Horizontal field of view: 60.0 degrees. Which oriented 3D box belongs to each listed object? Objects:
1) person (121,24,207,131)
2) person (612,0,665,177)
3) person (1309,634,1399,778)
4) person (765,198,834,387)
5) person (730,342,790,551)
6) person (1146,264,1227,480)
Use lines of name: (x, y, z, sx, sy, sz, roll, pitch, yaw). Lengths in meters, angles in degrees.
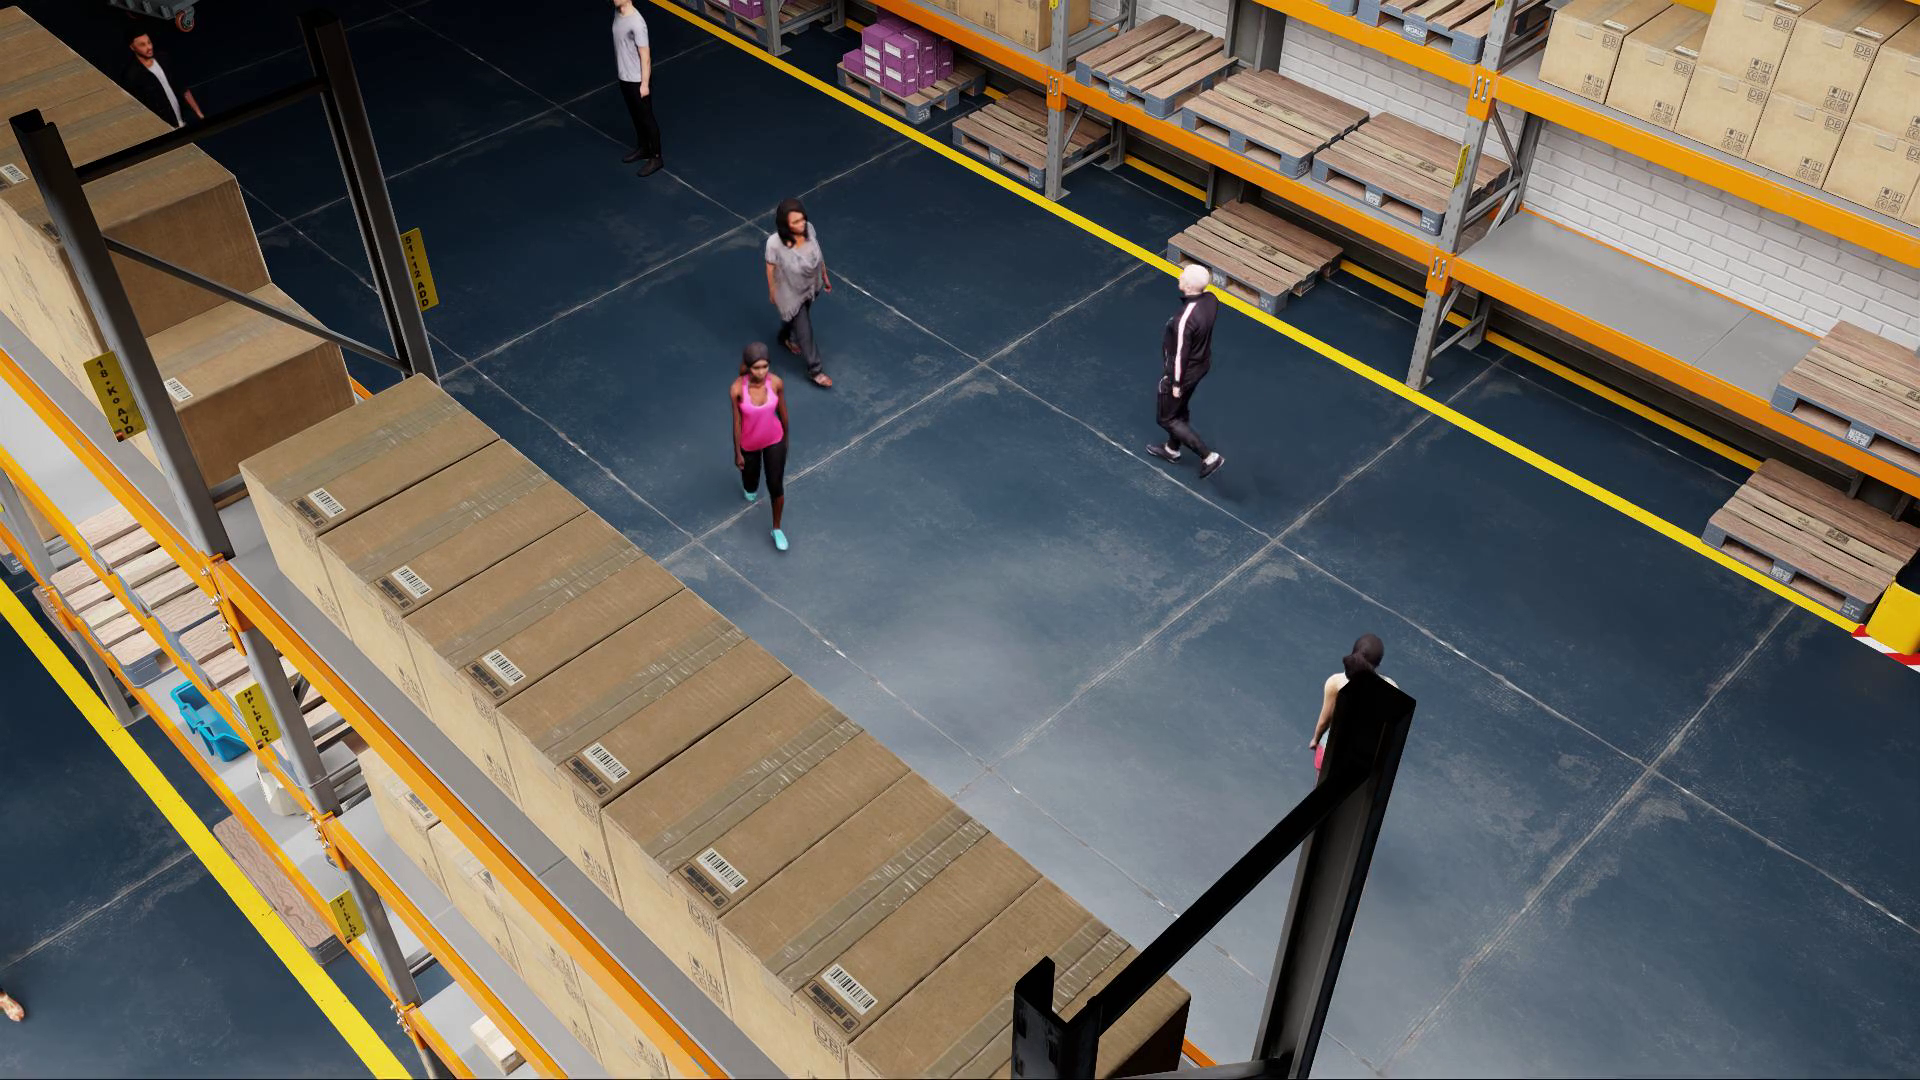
person: (-7.176, -3.786, 14.888, 1.181, 1.779, 0.979, 14, 45, 14)
person: (-2.993, -4.294, 15.359, 0.751, 1.864, 0.535, -27, 50, -26)
person: (2.265, 1.193, 9.673, 0.652, 1.763, 0.735, 5, 44, 6)
person: (-1.340, -2.050, 13.218, 1.032, 1.570, 0.680, 30, 51, 28)
person: (-1.420, -0.723, 11.726, 0.840, 1.707, 0.994, -10, 45, -11)
person: (1.720, -1.194, 12.137, 1.002, 1.821, 0.791, 25, 49, 24)
